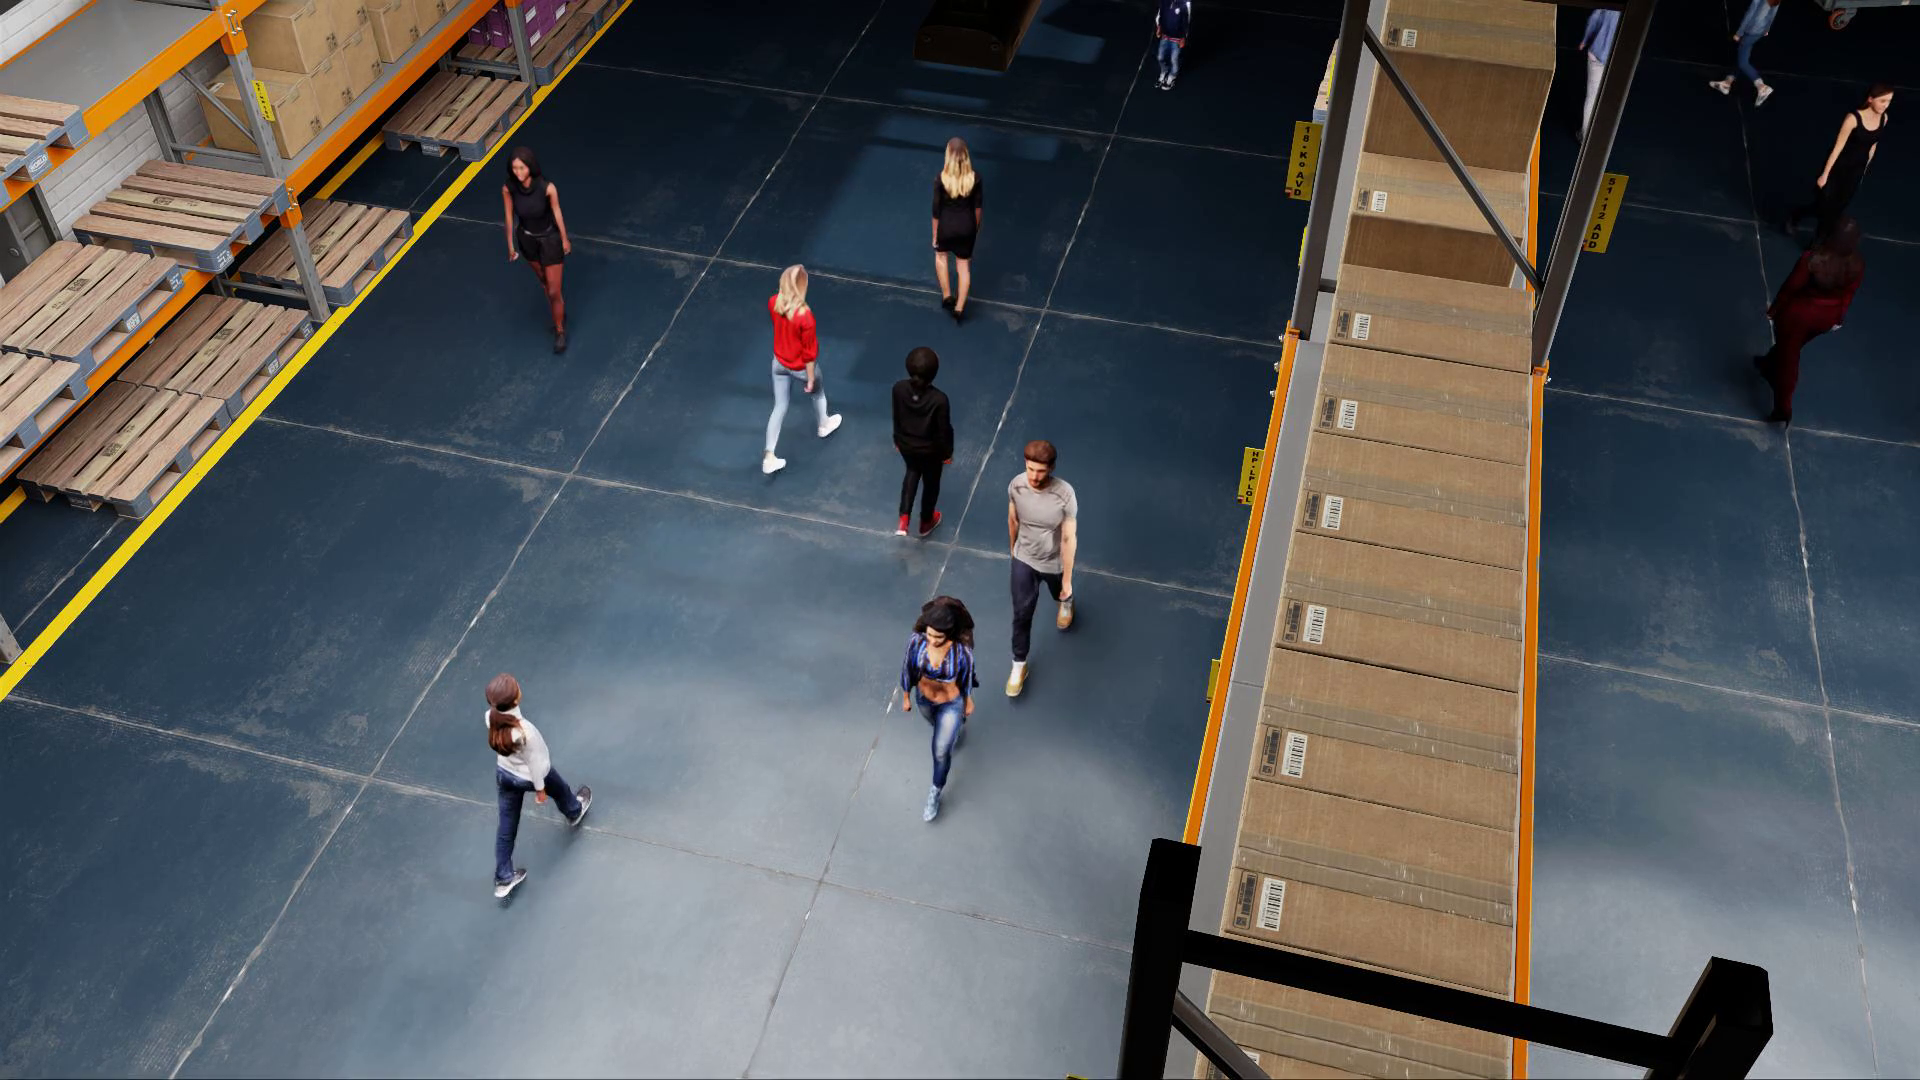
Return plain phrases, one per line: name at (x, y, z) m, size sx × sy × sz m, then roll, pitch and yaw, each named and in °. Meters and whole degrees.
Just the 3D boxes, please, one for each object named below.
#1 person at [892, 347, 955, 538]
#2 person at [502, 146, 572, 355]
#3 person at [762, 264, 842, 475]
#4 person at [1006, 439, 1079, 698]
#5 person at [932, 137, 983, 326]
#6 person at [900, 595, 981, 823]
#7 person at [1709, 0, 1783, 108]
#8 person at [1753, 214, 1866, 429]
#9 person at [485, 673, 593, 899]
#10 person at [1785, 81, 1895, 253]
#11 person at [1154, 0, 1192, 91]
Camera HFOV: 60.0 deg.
person at (-0.296, -0.612, 11.519) m, size 0.671 × 1.665 × 0.808 m, roll 17°, pitch 46°, yaw 18°
person at (-3.346, -2.418, 13.373) m, size 0.677 × 1.721 × 0.840 m, roll 5°, pitch 44°, yaw 5°
person at (-1.267, -1.222, 12.160) m, size 0.847 × 1.664 × 1.193 m, roll 24°, pitch 49°, yaw 23°
person at (0.565, 0.058, 10.674) m, size 0.716 × 1.860 × 1.231 m, roll 13°, pitch 45°, yaw 13°
person at (-0.015, -2.440, 13.439) m, size 0.688 × 1.662 × 0.720 m, roll -8°, pitch 44°, yaw -8°
person at (-0.102, 0.905, 9.984) m, size 0.663 × 1.586 × 1.028 m, roll 14°, pitch 45°, yaw 14°
person at (7.791, -4.933, 16.207) m, size 0.927 × 1.455 × 0.927 m, roll -28°, pitch 50°, yaw -26°
person at (6.410, -1.602, 12.529) m, size 0.910 × 1.706 × 1.158 m, roll -4°, pitch 44°, yaw -4°
person at (-2.550, 1.411, 9.506) m, size 0.647 × 1.512 × 1.152 m, roll 17°, pitch 46°, yaw 17°
person at (7.480, -3.174, 14.199) m, size 0.818 × 1.677 × 0.931 m, roll -11°, pitch 45°, yaw -12°
person at (2.148, -5.082, 16.535) m, size 0.594 × 1.218 × 0.593 m, roll 28°, pitch 50°, yaw 26°
